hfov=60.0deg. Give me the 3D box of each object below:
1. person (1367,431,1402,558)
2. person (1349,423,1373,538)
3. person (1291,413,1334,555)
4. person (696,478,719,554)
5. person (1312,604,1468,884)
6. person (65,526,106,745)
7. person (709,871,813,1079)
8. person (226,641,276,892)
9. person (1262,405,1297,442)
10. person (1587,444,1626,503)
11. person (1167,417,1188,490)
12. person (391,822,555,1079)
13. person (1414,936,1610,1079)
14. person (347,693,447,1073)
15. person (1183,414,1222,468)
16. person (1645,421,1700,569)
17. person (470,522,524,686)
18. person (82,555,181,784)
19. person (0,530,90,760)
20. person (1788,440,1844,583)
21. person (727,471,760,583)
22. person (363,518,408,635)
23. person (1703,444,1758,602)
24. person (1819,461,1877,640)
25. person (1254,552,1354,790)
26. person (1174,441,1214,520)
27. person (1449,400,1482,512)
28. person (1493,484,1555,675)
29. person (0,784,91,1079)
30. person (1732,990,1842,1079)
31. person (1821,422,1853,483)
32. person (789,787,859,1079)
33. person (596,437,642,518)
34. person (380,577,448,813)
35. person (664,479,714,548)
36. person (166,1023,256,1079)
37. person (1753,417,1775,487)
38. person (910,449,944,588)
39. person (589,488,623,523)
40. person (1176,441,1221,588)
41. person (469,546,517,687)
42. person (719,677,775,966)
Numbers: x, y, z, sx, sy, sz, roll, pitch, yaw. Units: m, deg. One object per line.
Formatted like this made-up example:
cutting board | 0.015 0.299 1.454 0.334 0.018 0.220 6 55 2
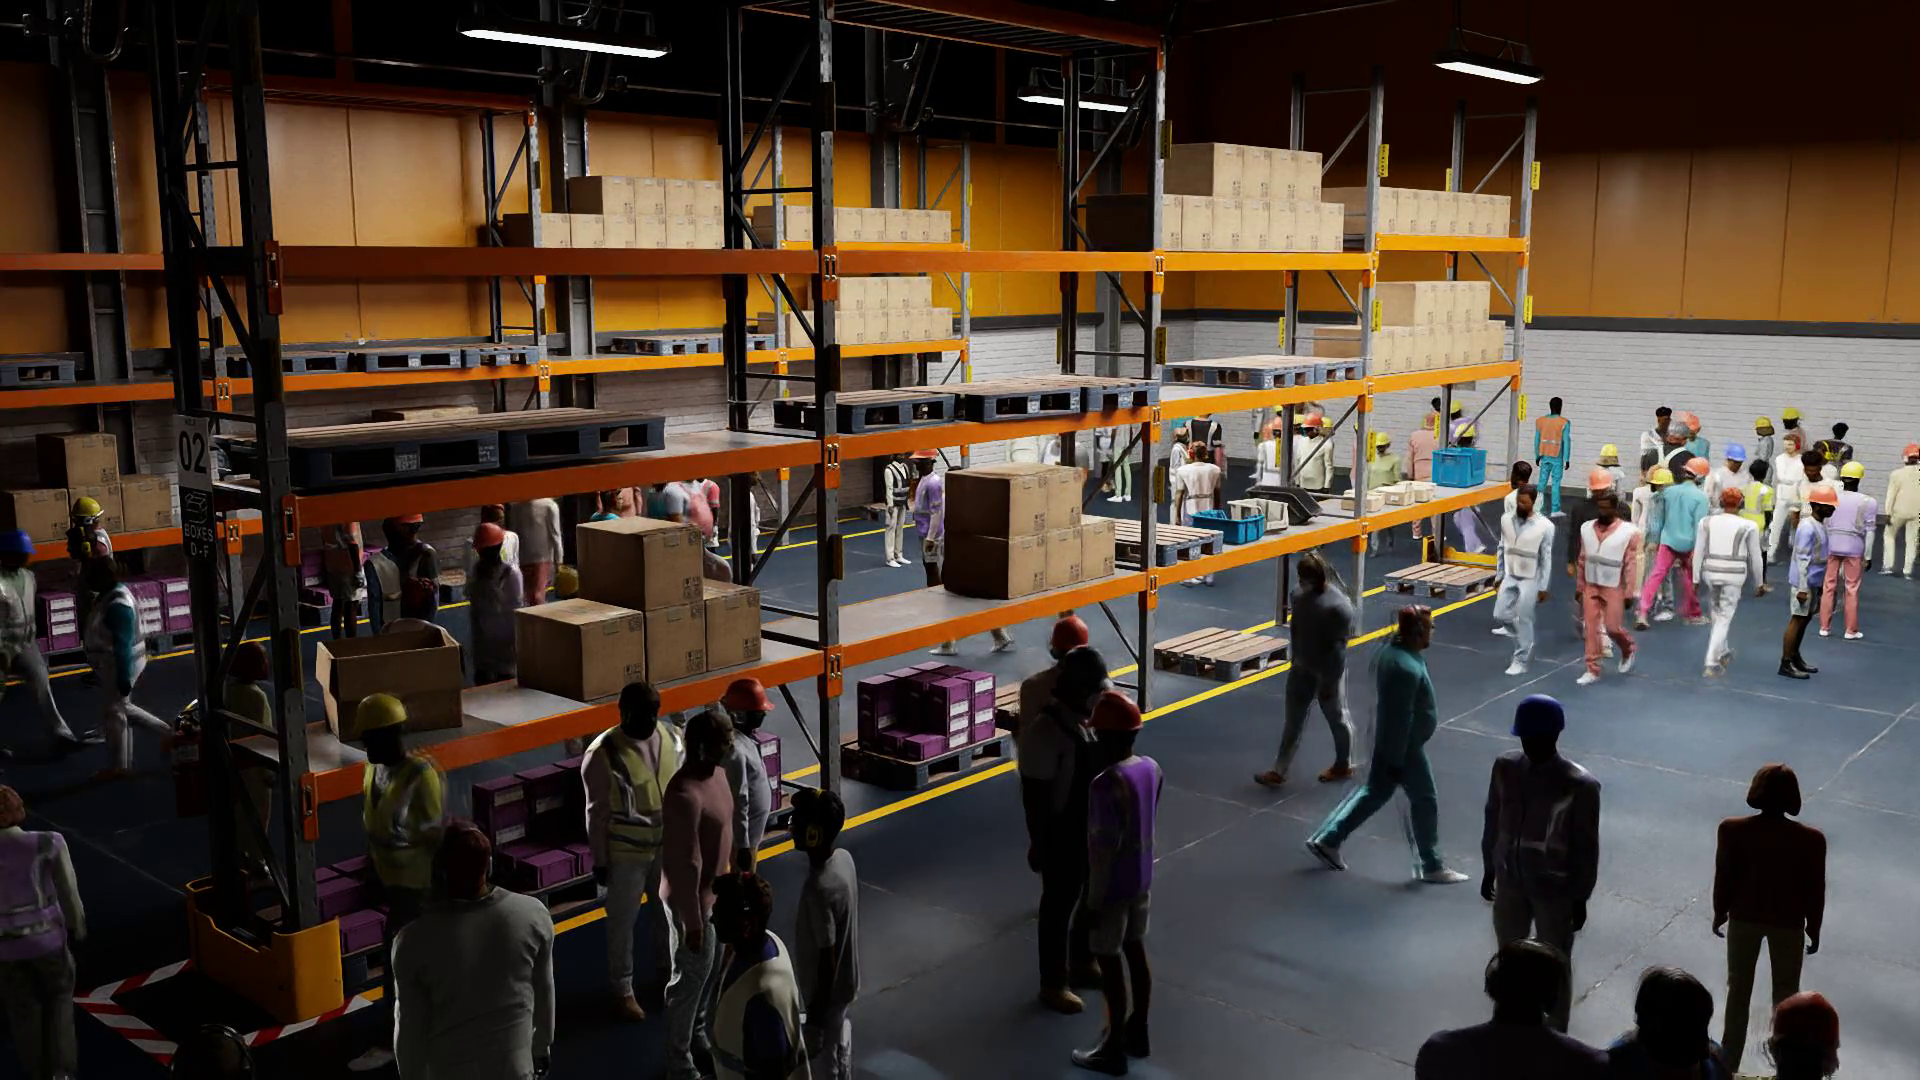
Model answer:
person | 5.801 -0.628 22.899 0.538 1.754 0.402 6 11 30
person | 5.893 -0.897 24.462 0.311 1.769 0.525 3 10 17
person | 4.872 -0.764 22.995 0.391 1.991 0.613 -7 12 -37
person | -3.175 -0.182 20.420 0.537 1.694 0.320 6 11 30
person | 2.830 1.323 10.919 0.954 1.871 0.653 1 10 5
person | -7.321 0.799 14.074 0.328 1.861 0.501 -6 11 -33
person | -0.738 2.119 6.209 0.395 1.847 0.564 -2 10 -11
person | -4.588 1.459 10.815 0.270 1.628 0.500 -9 13 -43
person | 4.997 -1.228 26.004 0.630 1.907 0.520 -1 10 -5
person | 8.289 -0.364 21.342 0.486 1.745 0.295 8 13 41
person | 3.929 -1.746 29.649 0.546 1.718 0.590 -2 10 -10
person | -1.905 2.034 6.530 0.641 1.913 0.407 -7 12 -37
person | 1.772 2.216 5.418 0.652 1.929 0.531 2 10 10
person | -2.825 1.699 8.631 0.606 1.887 0.886 8 13 41
person | 3.679 -1.165 25.297 0.614 2.028 0.409 3 10 20
person | 9.318 -0.562 21.638 0.949 2.000 0.710 -5 11 -28
person | -3.856 0.784 13.963 0.567 1.922 0.509 6 11 33
person | -6.514 0.996 13.028 0.640 1.818 0.636 -6 11 -31
person | -7.617 0.871 13.493 1.013 1.890 0.625 3 10 18
person | 10.876 -0.347 20.949 0.691 1.841 0.563 1 10 3
person | -2.385 0.062 18.427 0.368 1.876 0.579 -4 10 -20
person | -4.833 0.734 14.266 0.393 1.920 0.587 5 11 27
person | 9.324 -0.240 20.192 0.621 1.889 1.039 -1 10 -4
person | 9.542 0.113 17.951 0.589 1.927 0.388 9 13 41
person | 2.722 1.004 12.809 0.822 1.904 0.677 -6 11 -34
person | 3.060 -0.414 21.608 0.575 1.749 0.334 8 12 40
person | 8.009 -1.305 26.593 0.682 1.862 0.437 -3 10 -15
person | 5.545 0.382 16.403 0.453 1.905 0.624 -7 12 -36
person | -4.459 1.941 7.952 0.562 1.611 0.366 -4 10 -21
person | 2.749 2.307 5.531 0.565 1.693 0.914 8 12 40
person | 13.072 -0.933 24.937 0.390 1.668 0.566 -7 12 -37
person | -0.596 1.959 7.097 0.322 1.871 0.531 1 10 4
person | -4.173 -0.327 20.416 0.617 1.986 0.413 -8 12 -39
person | -3.769 1.192 11.634 0.579 1.882 0.342 4 10 23
person | -3.006 -0.033 18.481 0.541 2.000 0.708 2 10 12
person | -2.081 2.319 4.767 0.627 1.933 0.371 -2 10 -14
person | 12.105 -0.994 25.137 0.323 1.737 0.483 6 11 33
person | -0.378 -0.102 18.883 0.377 2.045 0.605 -2 10 -10
person | -3.509 0.364 16.691 0.380 1.845 0.570 -9 13 -43
person | 2.984 -0.314 20.784 0.566 1.835 0.388 -2 10 -10
person | -3.942 0.881 13.969 0.496 1.730 0.548 6 11 33
person | -1.204 1.628 9.421 0.337 1.749 0.574 -1 10 -5
